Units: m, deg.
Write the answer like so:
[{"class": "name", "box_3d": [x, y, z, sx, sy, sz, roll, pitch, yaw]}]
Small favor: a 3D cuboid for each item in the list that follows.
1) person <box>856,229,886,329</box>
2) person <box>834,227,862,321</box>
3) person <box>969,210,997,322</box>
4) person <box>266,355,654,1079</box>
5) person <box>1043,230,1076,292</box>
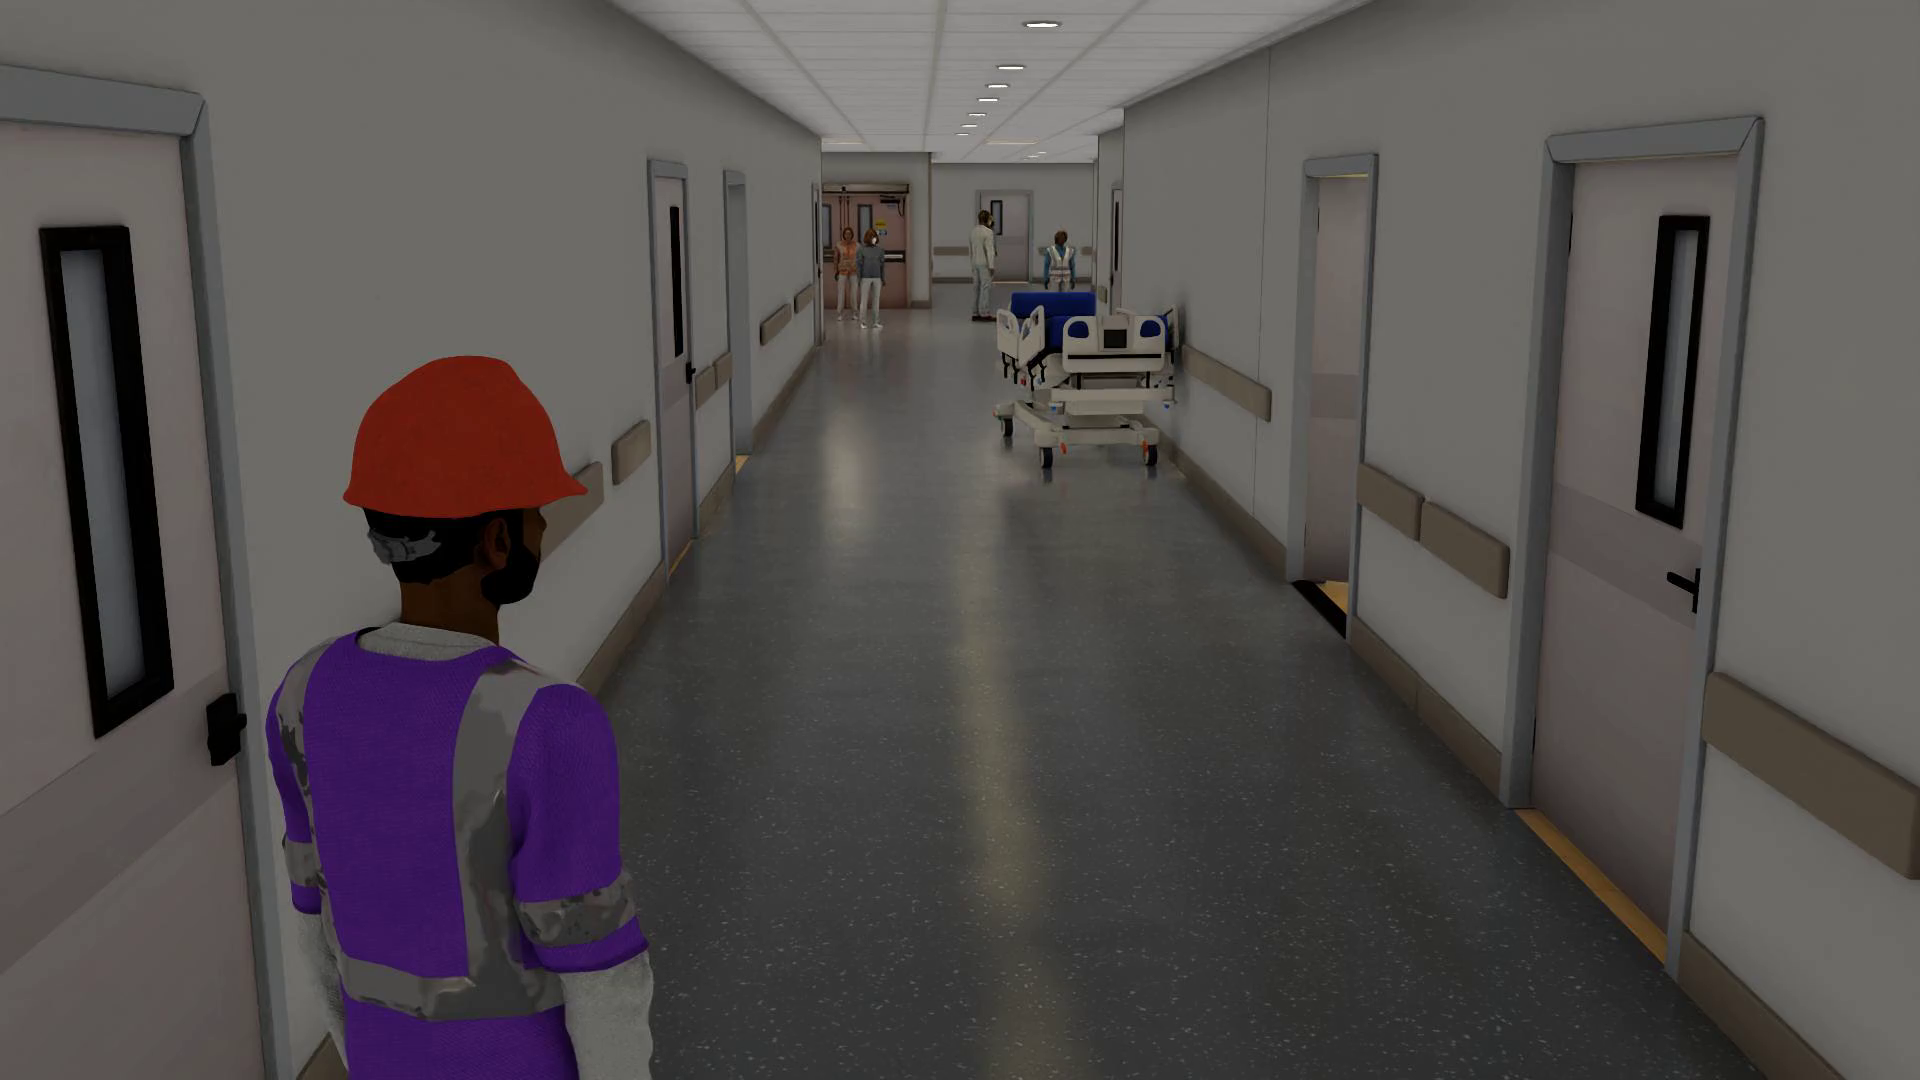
[{"class": "person", "box_3d": [-1.471, -4.315, 27.518, 0.508, 1.632, 0.273, -5, 13, -24]}, {"class": "person", "box_3d": [-1.972, -4.689, 29.323, 0.513, 1.641, 0.309, -2, 12, -12]}, {"class": "person", "box_3d": [0.397, -4.782, 29.048, 0.354, 1.938, 0.636, -8, 14, -34]}, {"class": "person", "box_3d": [-0.611, 0.731, 2.189, 0.544, 1.939, 0.354, 6, 13, 27]}, {"class": "person", "box_3d": [1.604, -4.141, 26.661, 0.536, 1.625, 0.370, -4, 12, -18]}]
